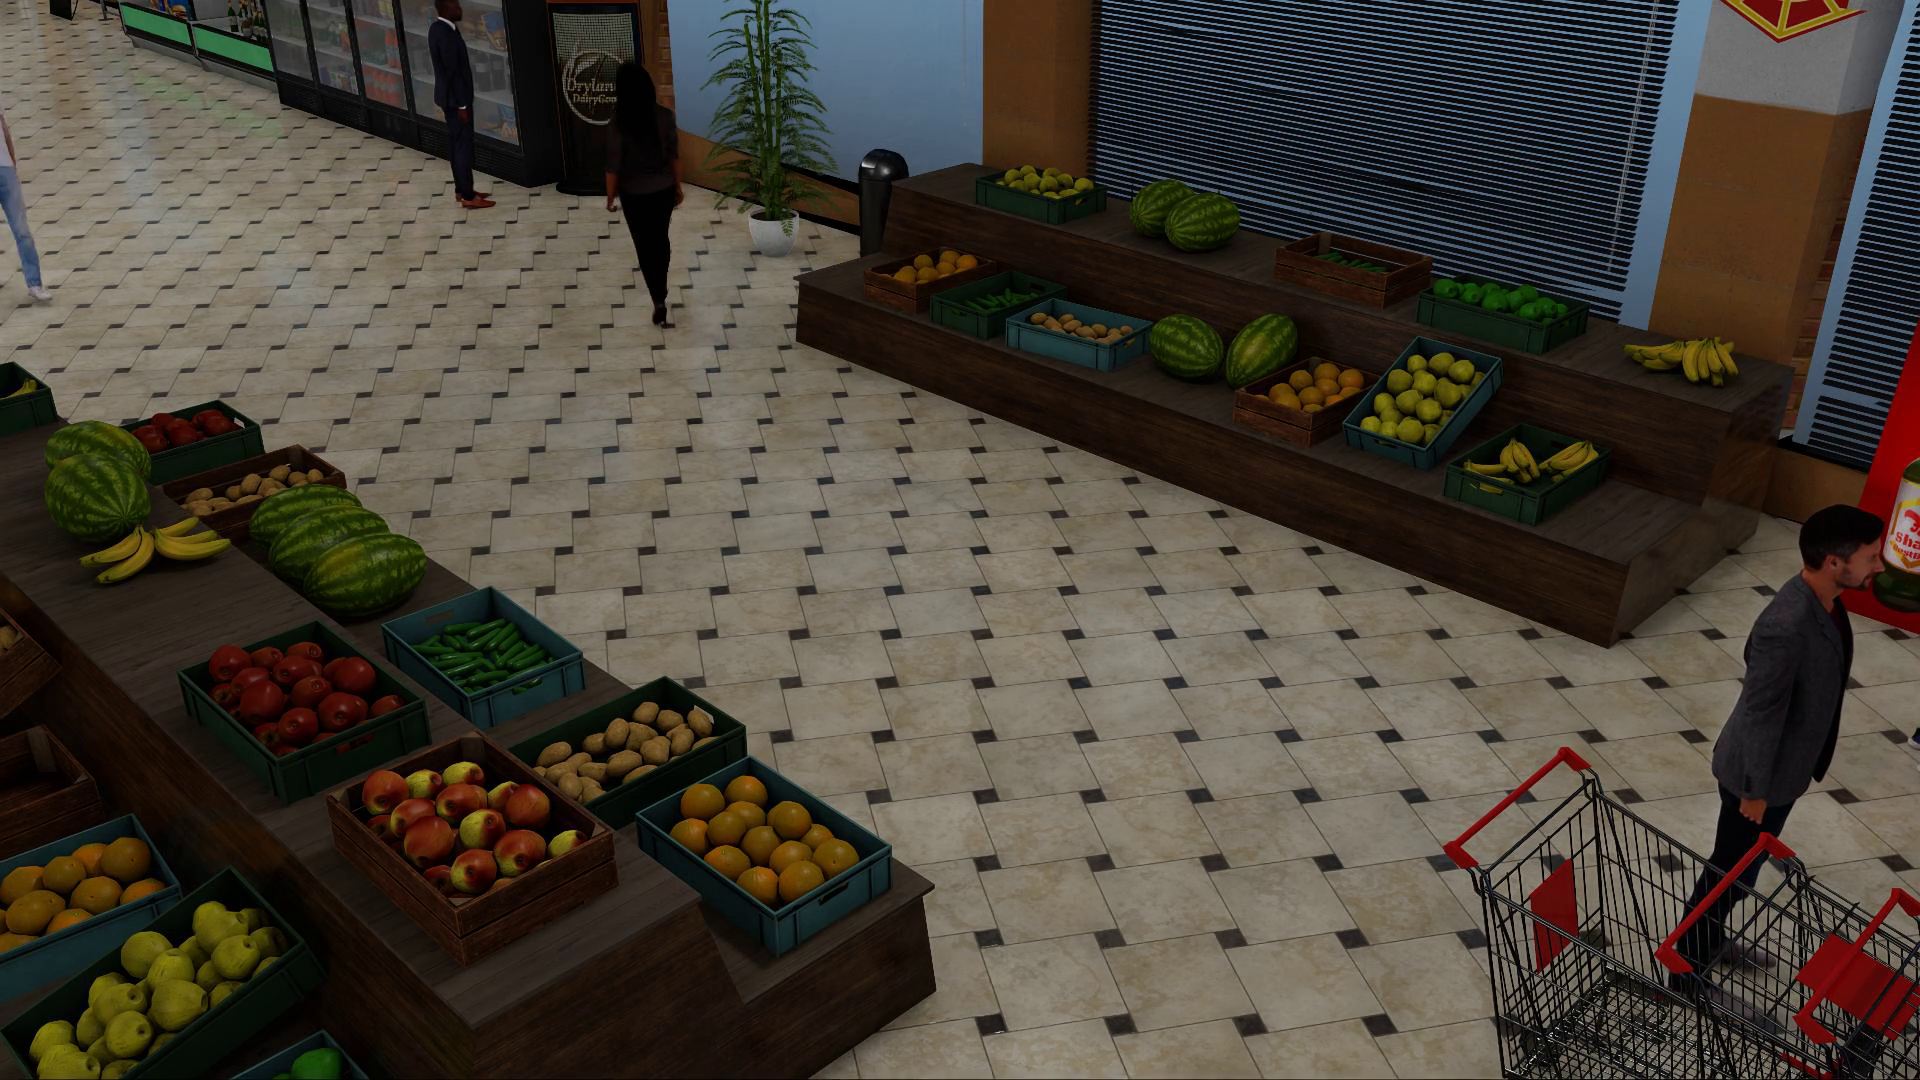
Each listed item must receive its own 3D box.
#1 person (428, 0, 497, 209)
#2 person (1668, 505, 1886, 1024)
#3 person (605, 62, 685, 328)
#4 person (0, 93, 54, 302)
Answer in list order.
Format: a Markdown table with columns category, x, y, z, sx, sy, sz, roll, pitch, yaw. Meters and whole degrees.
| category | x | y | z | sx | sy | sz | roll | pitch | yaw |
| --- | --- | --- | --- | --- | --- | --- | --- | --- | --- |
| person | -4.385 | -3.821 | 14.466 | 0.826 | 1.820 | 0.686 | -11 | 29 | -20 |
| person | 2.635 | 0.729 | 5.437 | 0.637 | 1.870 | 0.699 | 19 | 33 | 33 |
| person | -2.138 | -2.364 | 11.589 | 0.759 | 1.823 | 0.913 | -17 | 31 | -29 |
| person | -7.187 | -2.673 | 12.207 | 1.191 | 1.816 | 0.713 | 22 | 34 | 36 |
